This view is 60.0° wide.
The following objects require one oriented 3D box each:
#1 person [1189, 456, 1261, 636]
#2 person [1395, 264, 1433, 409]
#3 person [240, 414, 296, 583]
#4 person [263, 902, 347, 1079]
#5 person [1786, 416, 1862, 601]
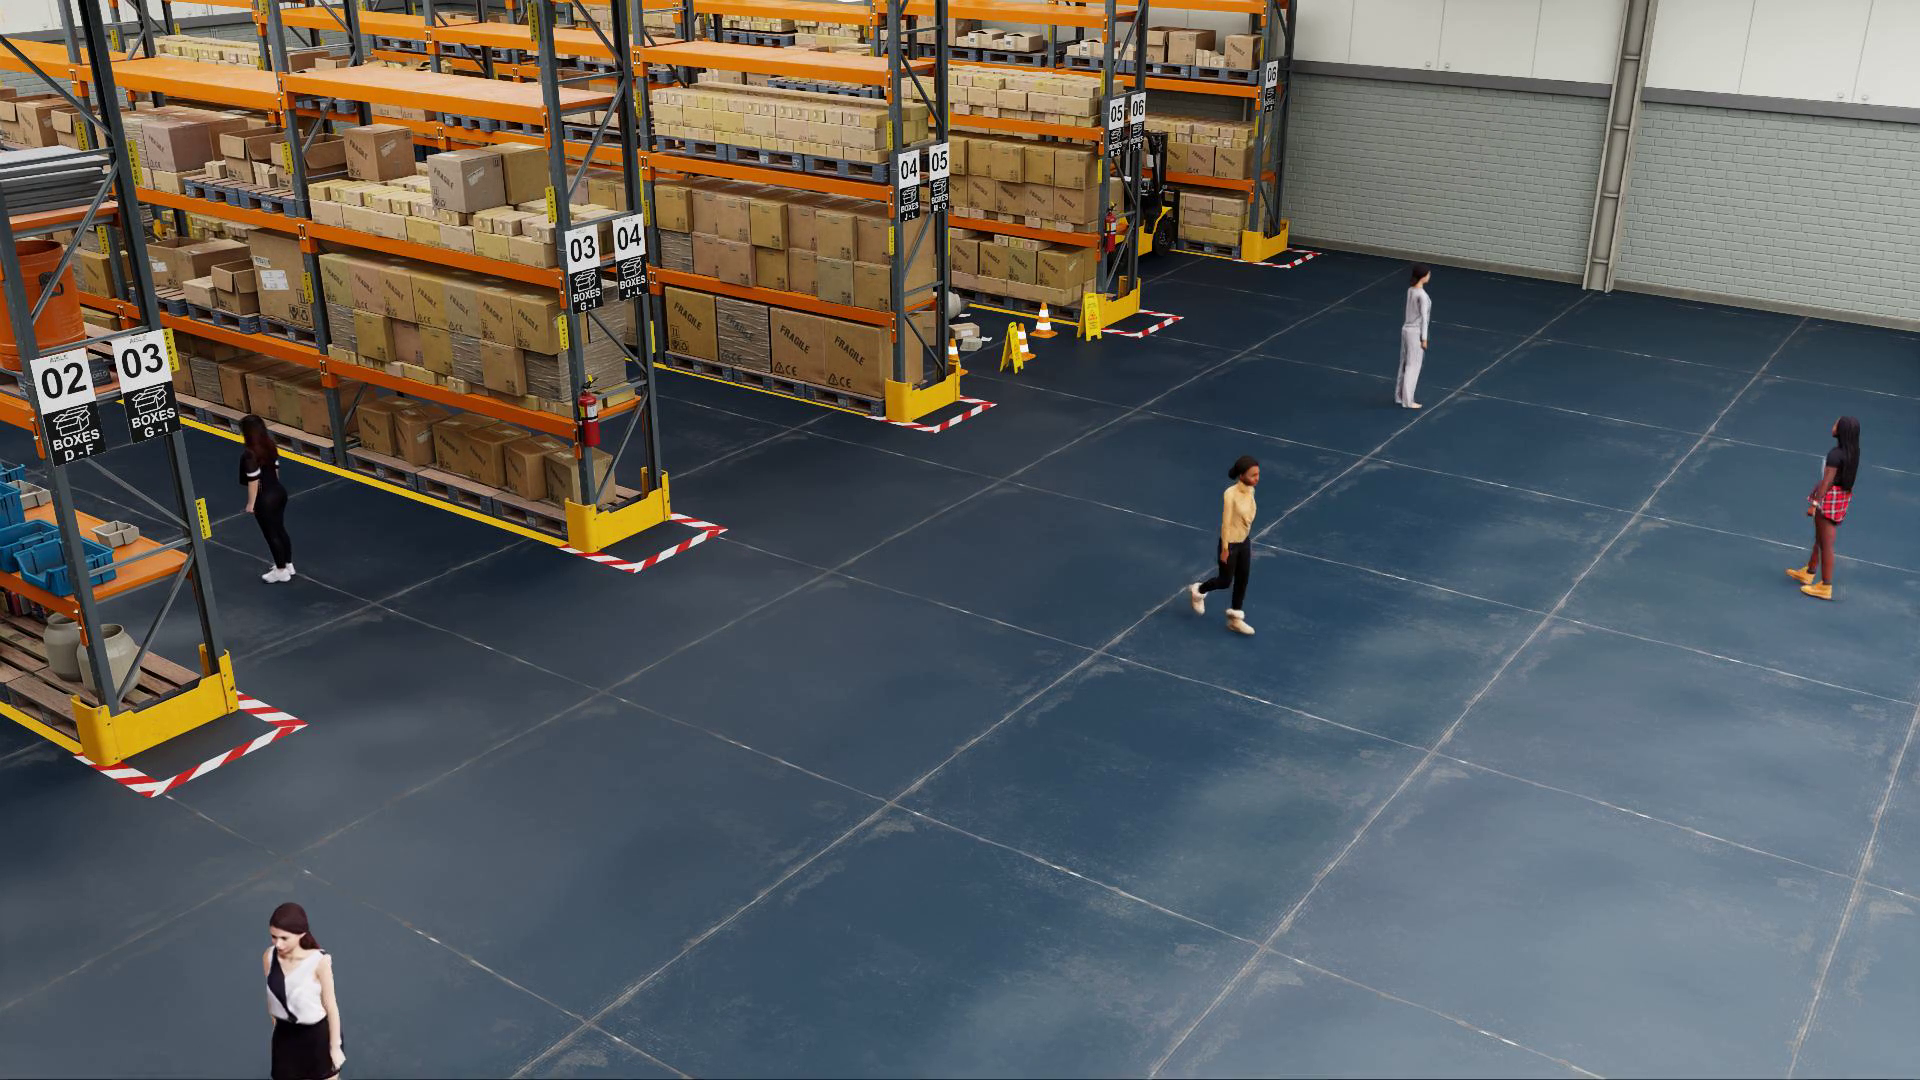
[{"bbox_3d":[2.346,0.021,14.632,0.715,1.640,0.972,-20,30,-39],"label":"person"},{"bbox_3d":[5.566,-2.507,20.407,0.731,1.773,0.667,-4,23,-10],"label":"person"},{"bbox_3d":[-6.502,-0.393,15.611,0.722,1.635,0.704,2,23,5],"label":"person"},{"bbox_3d":[-3.347,2.557,8.667,0.674,1.640,0.749,2,23,5],"label":"person"},{"bbox_3d":[8.047,-0.303,15.288,0.688,1.723,0.804,-19,30,-38],"label":"person"}]
